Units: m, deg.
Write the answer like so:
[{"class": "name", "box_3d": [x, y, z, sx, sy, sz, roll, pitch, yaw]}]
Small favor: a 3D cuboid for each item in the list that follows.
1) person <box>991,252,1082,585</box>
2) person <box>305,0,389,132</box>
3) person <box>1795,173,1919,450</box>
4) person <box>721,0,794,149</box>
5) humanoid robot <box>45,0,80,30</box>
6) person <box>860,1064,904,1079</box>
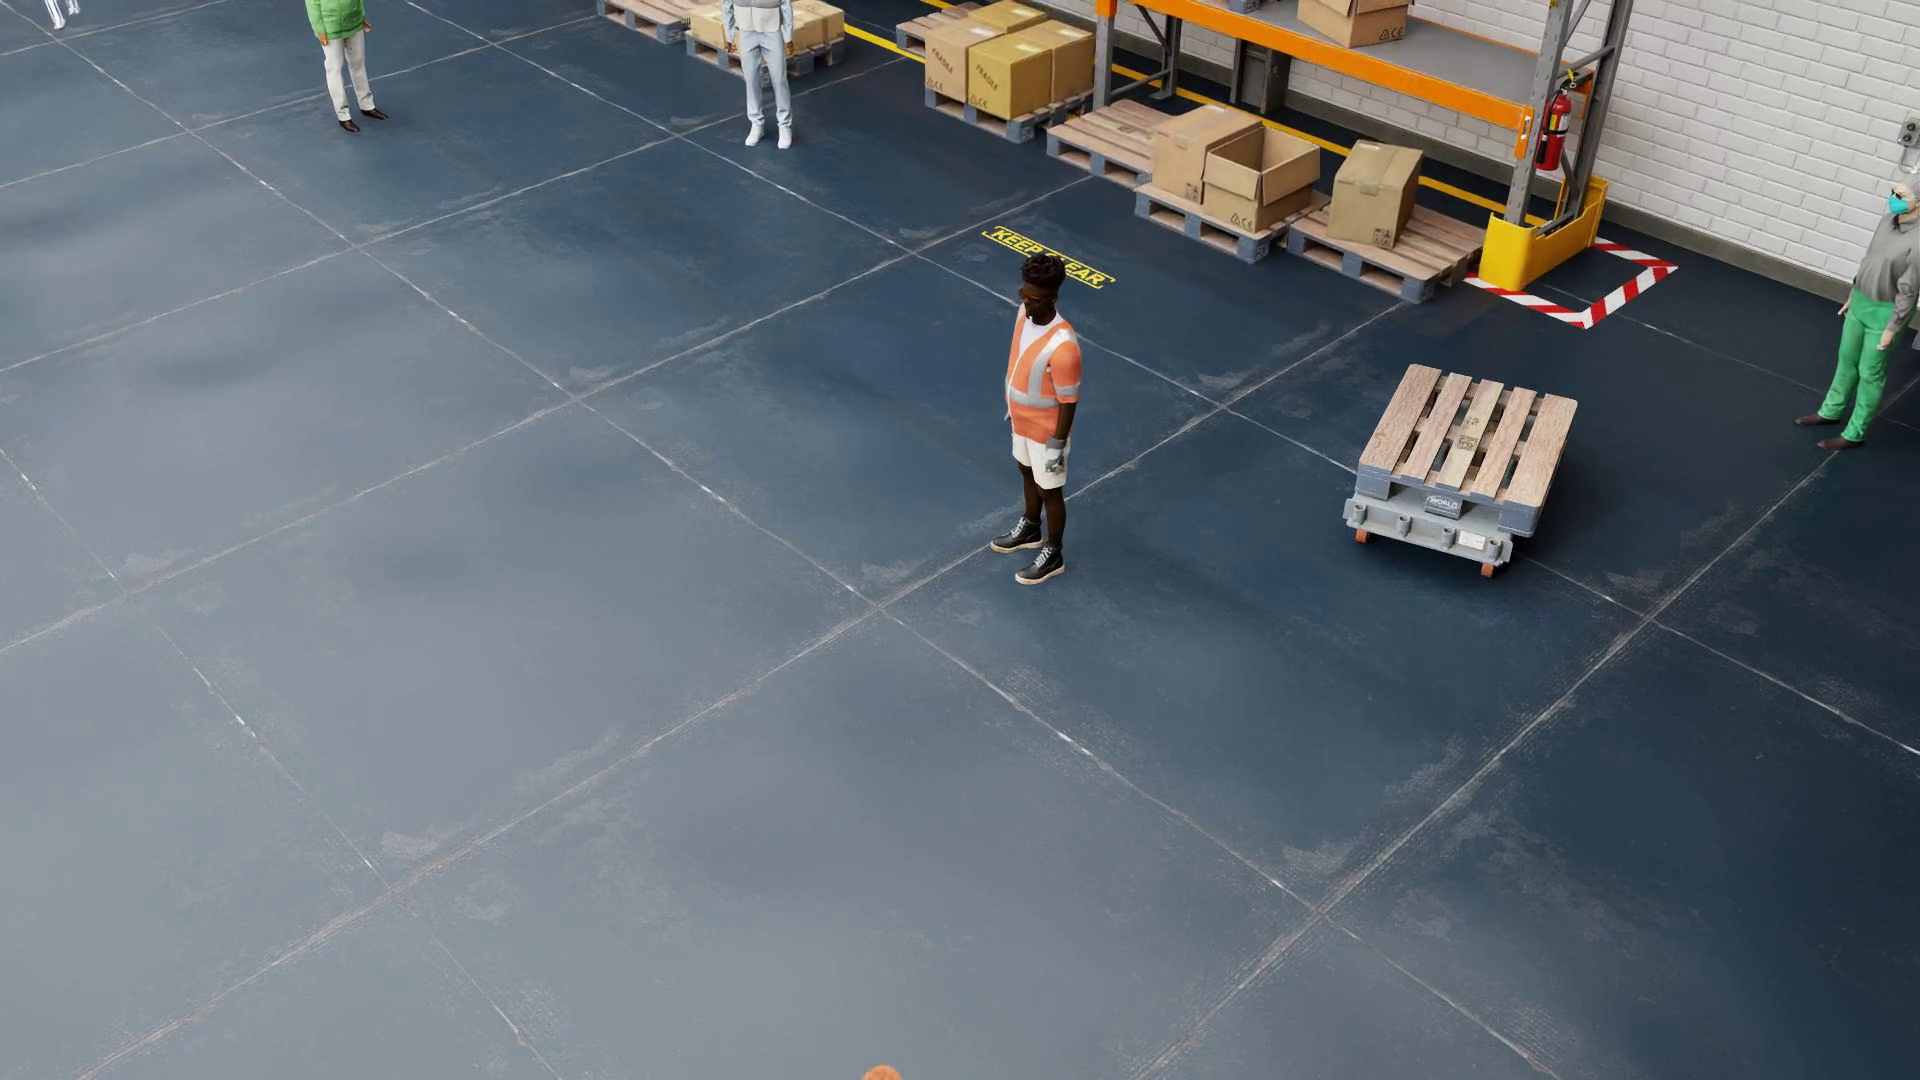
[{"class": "person", "box_3d": [0.419, -0.656, 8.994, 0.363, 1.965, 0.610, -14, 39, -18]}, {"class": "person", "box_3d": [-5.247, -4.382, 14.078, 0.384, 1.783, 0.538, 22, 42, 26]}, {"class": "person", "box_3d": [5.569, -1.410, 10.108, 0.352, 1.838, 0.526, -3, 37, -5]}, {"class": "person", "box_3d": [-1.659, -4.192, 13.730, 0.596, 1.907, 0.410, 4, 37, 6]}, {"class": "humanoid robot", "box_3d": [-8.868, -5.812, 16.092, 0.553, 1.883, 0.788, -11, 38, -14]}, {"class": "person", "box_3d": [-0.262, 2.307, 5.158, 0.579, 1.869, 0.500, 18, 41, 22]}]
